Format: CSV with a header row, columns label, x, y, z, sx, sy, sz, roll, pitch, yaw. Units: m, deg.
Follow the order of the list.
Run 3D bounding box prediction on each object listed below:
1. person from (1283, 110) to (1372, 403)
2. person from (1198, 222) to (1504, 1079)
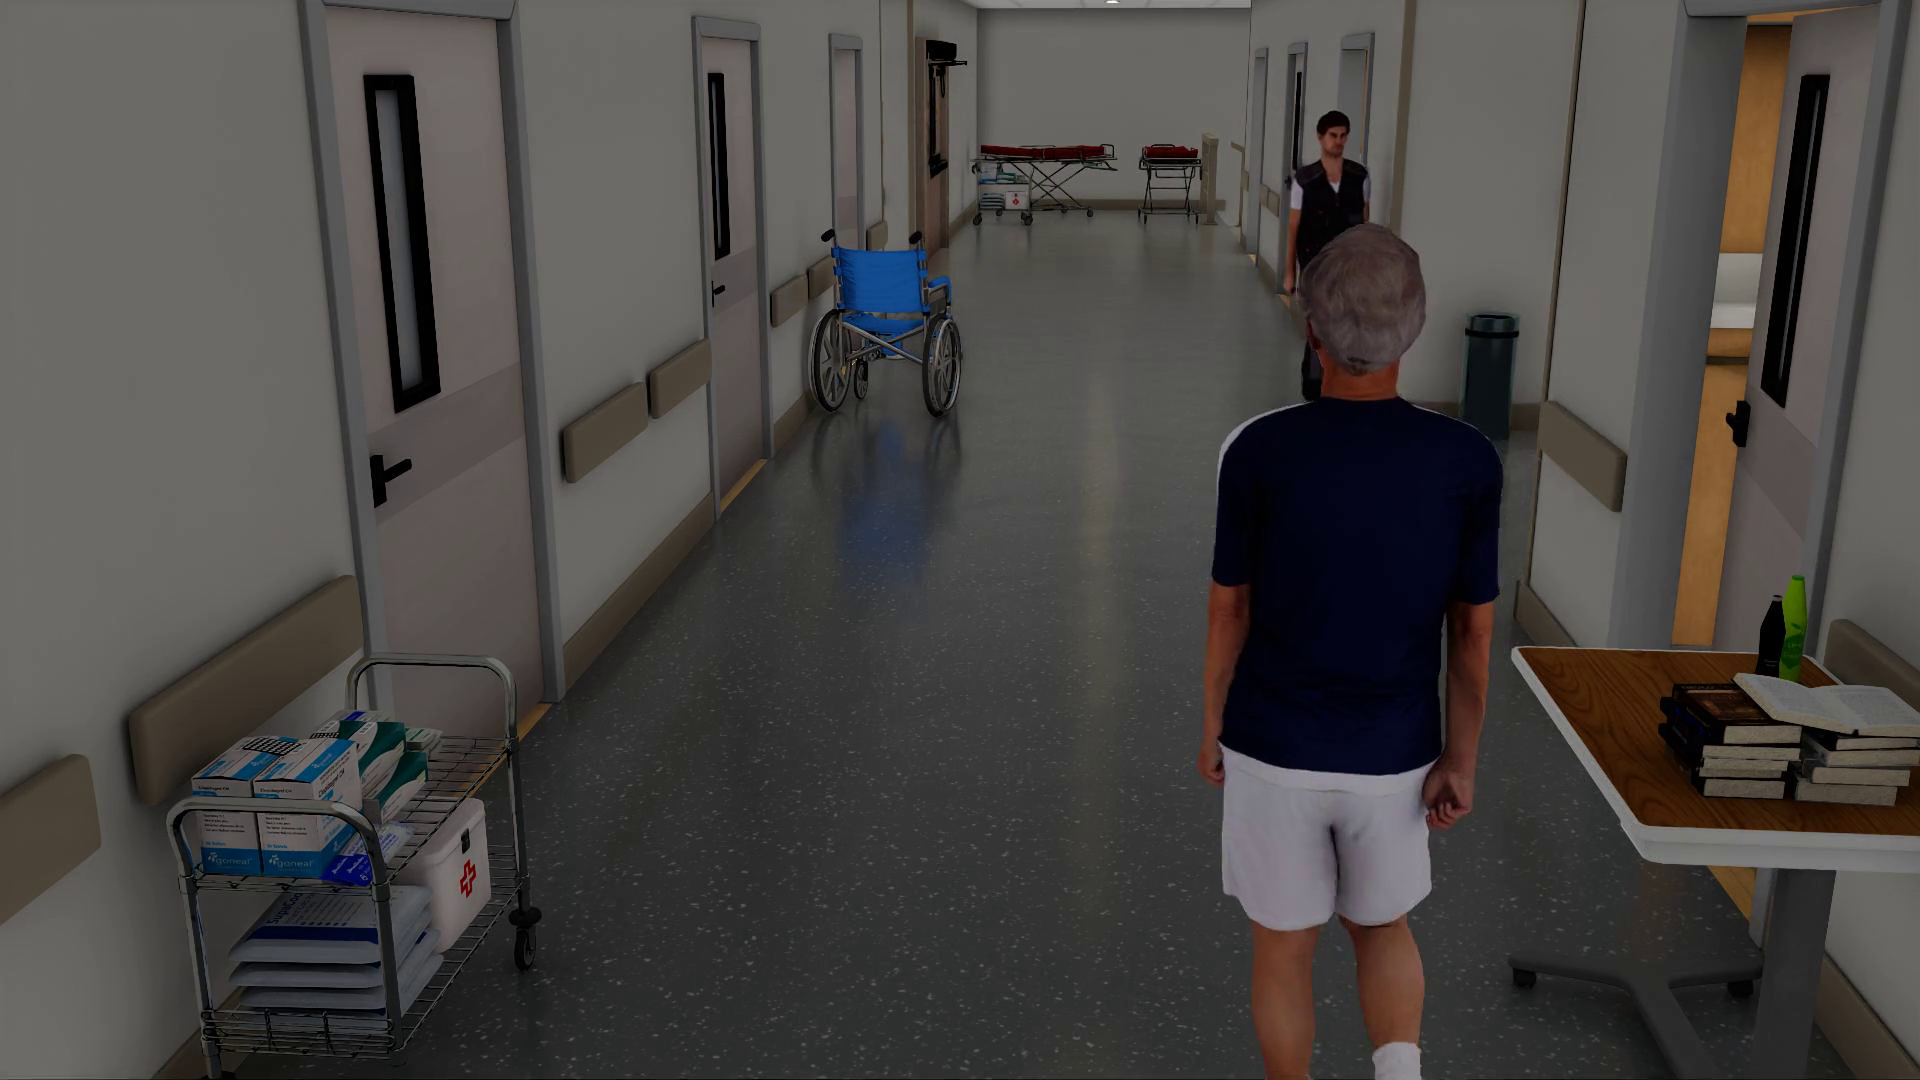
label,x,y,z,sx,sy,sz,roll,pitch,yaw
person,2.218,-1.636,10.070,0.780,1.821,1.121,-2,16,-7
person,0.662,0.387,2.887,0.662,1.825,0.834,0,16,1
